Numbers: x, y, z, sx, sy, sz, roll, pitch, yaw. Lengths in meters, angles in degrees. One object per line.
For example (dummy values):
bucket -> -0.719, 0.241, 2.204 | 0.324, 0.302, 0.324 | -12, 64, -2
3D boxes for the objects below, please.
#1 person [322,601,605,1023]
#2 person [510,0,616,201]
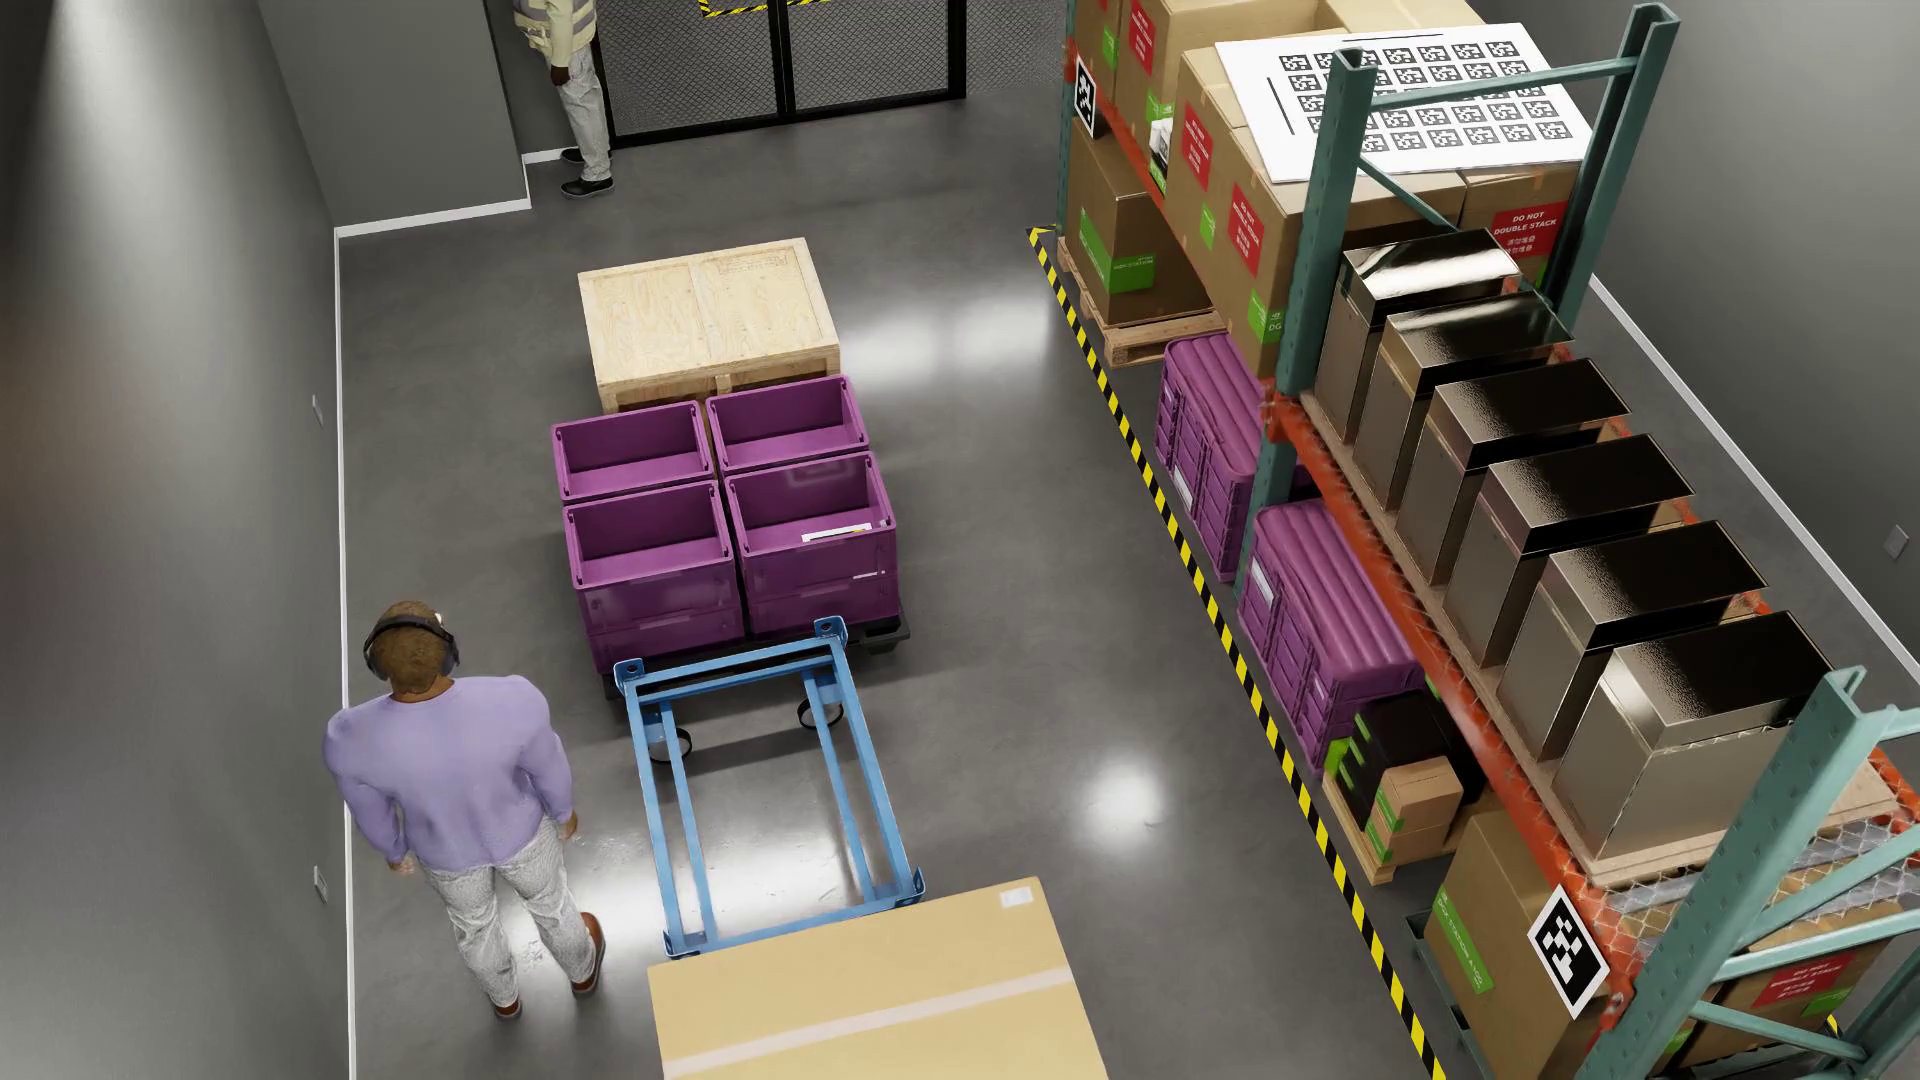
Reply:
person -> -1.476, 0.875, 5.083 | 0.629, 1.940, 0.378 | -11, 48, -10
person -> -2.008, -2.558, 8.306 | 0.403, 1.831, 0.595 | -4, 48, -4
